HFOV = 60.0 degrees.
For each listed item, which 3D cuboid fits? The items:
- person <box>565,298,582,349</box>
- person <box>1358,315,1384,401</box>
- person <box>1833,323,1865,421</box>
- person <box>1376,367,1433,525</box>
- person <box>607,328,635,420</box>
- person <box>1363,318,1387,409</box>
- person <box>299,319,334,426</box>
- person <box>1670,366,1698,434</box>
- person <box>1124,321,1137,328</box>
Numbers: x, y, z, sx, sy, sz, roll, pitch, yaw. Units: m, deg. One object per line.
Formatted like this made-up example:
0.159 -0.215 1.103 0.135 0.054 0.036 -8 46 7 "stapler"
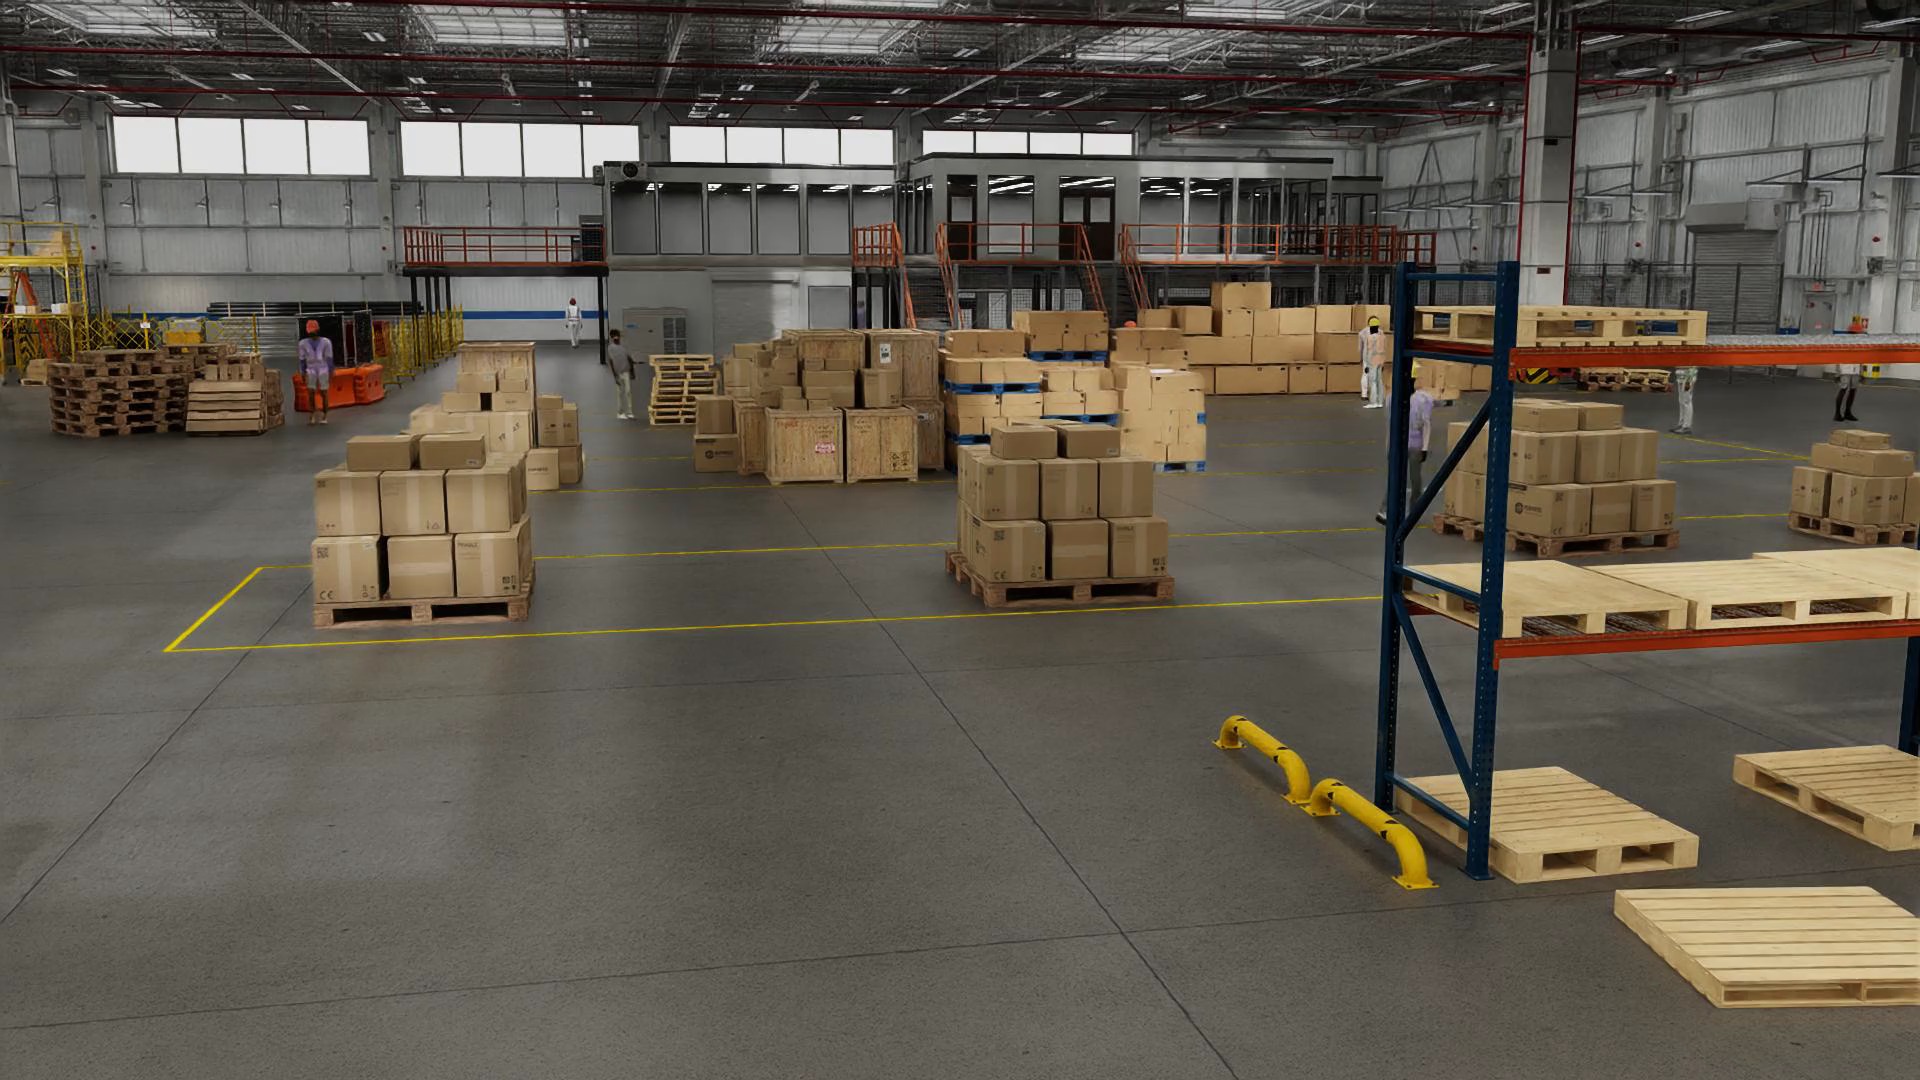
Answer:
-14.320 -8.023 61.661 0.611 1.843 0.924 -2 10 -12 "person"
9.231 -4.068 37.301 0.627 1.935 0.371 9 13 42 "person"
17.392 -3.267 32.516 0.598 1.915 0.418 -2 10 -13 "person"
5.180 -1.098 19.368 0.591 1.881 0.962 6 11 31 "person"
-6.623 -3.249 32.677 0.599 1.811 0.799 -5 10 -27 "person"
8.829 -3.763 35.464 0.594 1.922 0.386 -8 12 -41 "person"
-12.190 -3.164 31.530 0.625 2.007 0.833 -2 10 -12 "person"
13.095 -2.883 30.040 0.397 1.942 0.615 2 10 12 "person"
3.219 -3.147 31.497 0.622 1.993 0.382 -8 12 -39 "person"
